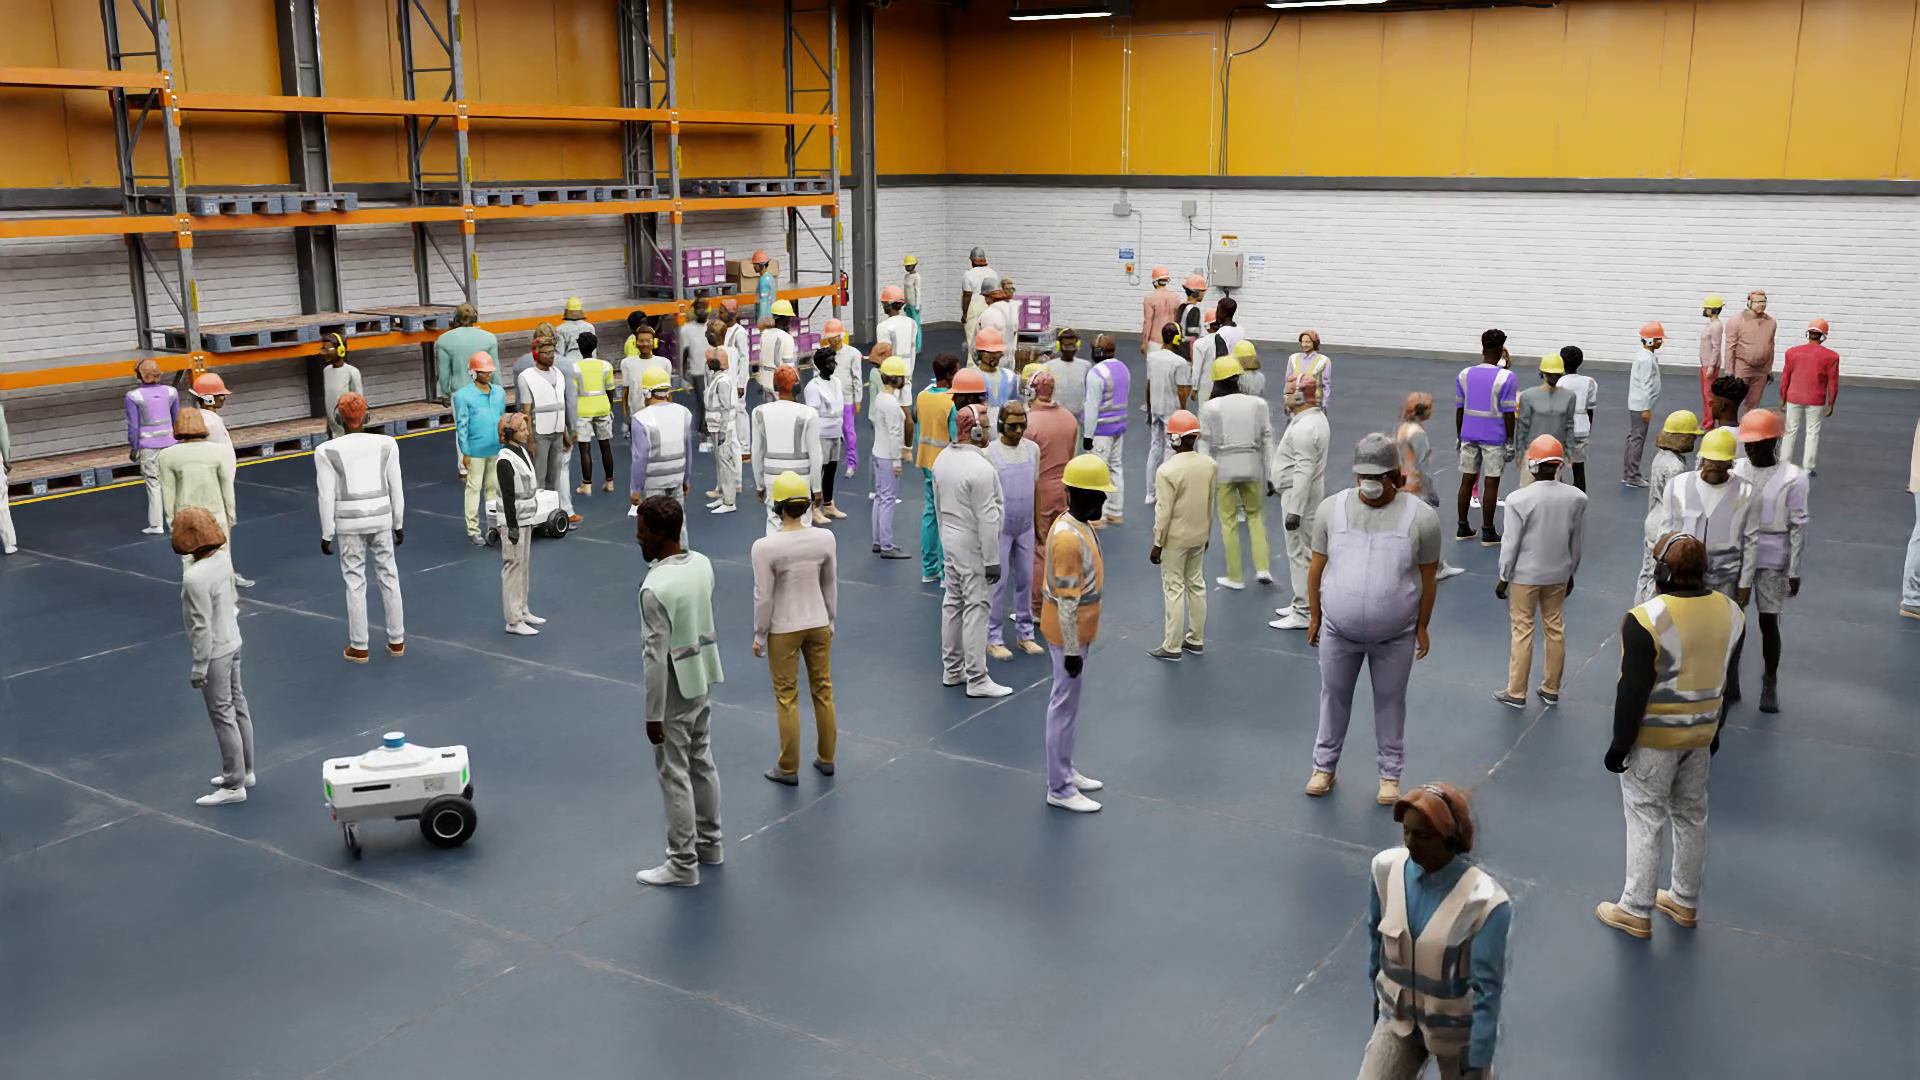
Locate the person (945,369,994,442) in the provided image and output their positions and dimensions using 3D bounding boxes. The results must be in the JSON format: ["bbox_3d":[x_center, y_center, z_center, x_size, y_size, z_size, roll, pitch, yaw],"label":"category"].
[{"bbox_3d":[0.071,-0.306,12.361,0.358,1.937,0.548,-1,13,-5],"label":"person"}]

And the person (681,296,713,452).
[{"bbox_3d":[-3.053,-1.990,19.910,0.570,1.892,0.517,-6,14,-25],"label":"person"}]

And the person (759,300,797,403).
[{"bbox_3d":[-1.988,-1.699,18.446,0.397,1.920,0.586,-10,16,-37],"label":"person"}]

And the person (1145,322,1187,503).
[{"bbox_3d":[2.073,-1.254,16.662,0.347,1.855,0.531,-12,17,-41],"label":"person"}]

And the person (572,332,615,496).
[{"bbox_3d":[-3.825,-1.306,17.225,0.540,1.695,0.317,-9,16,-35],"label":"person"}]

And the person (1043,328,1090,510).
[{"bbox_3d":[1.031,-1.110,16.034,0.520,1.859,0.364,-4,13,-15],"label":"person"}]

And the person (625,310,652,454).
[{"bbox_3d":[-3.772,-1.854,19.601,0.315,1.695,0.541,1,13,4],"label":"person"}]

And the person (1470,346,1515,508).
[{"bbox_3d":[5.317,-1.139,16.632,0.499,1.636,0.286,-4,14,-16],"label":"person"}]

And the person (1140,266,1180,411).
[{"bbox_3d":[2.743,-2.762,22.888,0.618,1.994,0.380,-8,15,-32],"label":"person"}]

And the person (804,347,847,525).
[{"bbox_3d":[-1.276,-1.001,15.901,0.315,1.695,0.541,7,15,27],"label":"person"}]

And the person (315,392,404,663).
[{"bbox_3d":[-4.133,-0.084,11.518,0.572,1.883,0.355,-9,16,-33],"label":"person"}]

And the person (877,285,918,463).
[{"bbox_3d":[-0.751,-1.853,18.836,0.377,2.045,0.605,10,16,37],"label":"person"}]

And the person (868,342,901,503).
[{"bbox_3d":[-0.785,-1.190,16.856,0.278,1.634,0.498,-4,14,-16],"label":"person"}]

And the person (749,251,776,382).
[{"bbox_3d":[-3.055,-3.470,25.877,0.405,2.034,0.608,0,13,2],"label":"person"}]

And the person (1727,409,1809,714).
[{"bbox_3d":[5.012,0.136,10.509,0.414,1.926,0.585,-13,18,-43],"label":"person"}]

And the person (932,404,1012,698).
[{"bbox_3d":[0.088,0.068,10.804,0.407,1.910,0.639,-7,15,-29],"label":"person"}]

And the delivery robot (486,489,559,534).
[{"bbox_3d":[-3.981,-0.295,15.134,0.477,0.478,0.707,6,14,24],"label":"delivery robot"}]

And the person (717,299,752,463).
[{"bbox_3d":[-2.587,-1.812,19.007,0.337,1.882,0.583,-7,15,-26],"label":"person"}]

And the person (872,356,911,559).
[{"bbox_3d":[-0.595,-0.722,14.545,0.338,1.764,0.528,-4,13,-15],"label":"person"}]

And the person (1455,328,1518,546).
[{"bbox_3d":[4.742,-0.929,15.022,0.375,1.959,0.603,-11,17,-39],"label":"person"}]

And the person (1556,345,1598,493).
[{"bbox_3d":[5.854,-1.026,16.027,0.534,1.695,0.320,-2,13,-8],"label":"person"}]

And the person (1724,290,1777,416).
[{"bbox_3d":[9.481,-2.042,19.956,0.642,1.909,0.409,-2,13,-10],"label":"person"}]

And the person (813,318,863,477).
[{"bbox_3d":[-1.347,-1.553,18.204,0.573,1.741,0.355,4,14,17],"label":"person"}]

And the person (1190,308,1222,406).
[{"bbox_3d":[2.907,-1.793,19.211,0.564,1.752,0.338,-5,14,-21],"label":"person"}]

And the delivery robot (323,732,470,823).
[{"bbox_3d":[-2.887,1.228,8.529,0.707,0.478,0.477,-4,14,-18],"label":"delivery robot"}]

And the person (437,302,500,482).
[{"bbox_3d":[-5.274,-1.589,17.920,0.638,1.938,0.356,-4,14,-17],"label":"person"}]

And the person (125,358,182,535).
[{"bbox_3d":[-7.456,-0.866,15.441,0.307,1.641,0.511,9,16,34],"label":"person"}]

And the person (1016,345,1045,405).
[{"bbox_3d":[0.568,-0.835,14.905,0.518,1.819,0.509,0,13,2],"label":"person"}]

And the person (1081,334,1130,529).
[{"bbox_3d":[1.361,-1.028,15.738,0.430,1.833,0.632,9,16,35],"label":"person"}]

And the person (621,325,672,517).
[{"bbox_3d":[-3.047,-1.160,16.203,0.517,1.877,0.328,-2,13,-8],"label":"person"}]

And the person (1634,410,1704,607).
[{"bbox_3d":[4.964,-0.046,11.657,0.324,1.742,0.492,2,13,9],"label":"person"}]

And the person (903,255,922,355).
[{"bbox_3d":[-0.860,-4.165,29.498,0.338,1.761,0.524,-7,15,-28],"label":"person"}]

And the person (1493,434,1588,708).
[{"bbox_3d":[3.669,0.198,10.575,0.559,1.751,0.326,-3,13,-13],"label":"person"}]

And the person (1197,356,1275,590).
[{"bbox_3d":[2.216,-0.528,13.425,0.638,1.896,0.510,-2,13,-10],"label":"person"}]

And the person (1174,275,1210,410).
[{"bbox_3d":[2.875,-2.296,20.824,0.469,2.028,0.616,-1,13,-6],"label":"person"}]

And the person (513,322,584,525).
[{"bbox_3d":[-3.895,-1.084,15.732,0.629,1.939,0.372,4,14,17],"label":"person"}]

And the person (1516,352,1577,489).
[{"bbox_3d":[5.237,-0.802,14.891,0.533,1.766,0.326,-1,13,-3],"label":"person"}]
